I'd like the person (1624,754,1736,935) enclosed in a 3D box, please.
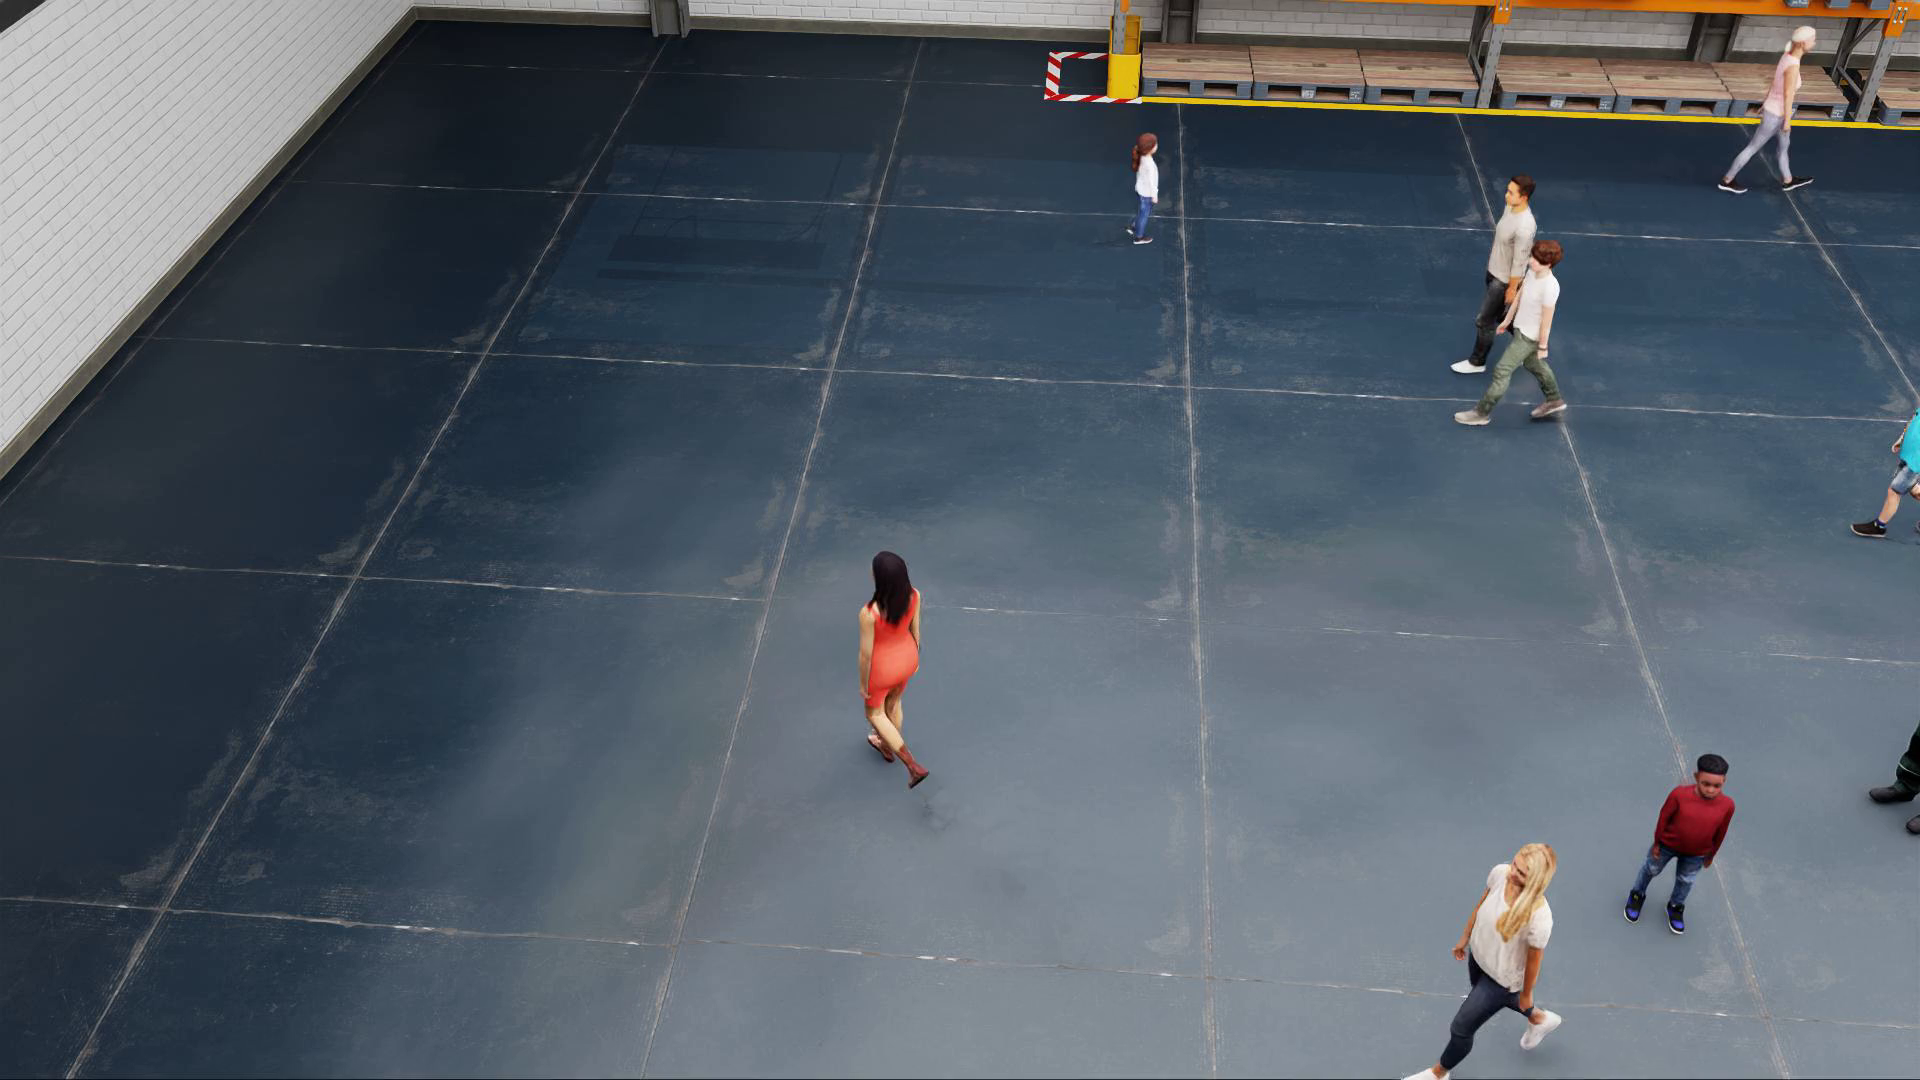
[{"bbox_3d":[3.997,1.649,9.180,0.484,1.254,0.604,12,40,15],"label":"person"}]

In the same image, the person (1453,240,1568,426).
[{"bbox_3d":[4.505,-1.596,12.953,1.155,1.617,0.639,-2,39,-2],"label":"person"}]

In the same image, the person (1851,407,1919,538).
[{"bbox_3d":[6.921,-0.615,11.871,0.862,1.434,0.563,6,39,7],"label":"person"}]

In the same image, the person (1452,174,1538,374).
[{"bbox_3d":[4.517,-2.144,13.503,0.969,1.788,0.734,-1,39,-1],"label":"person"}]

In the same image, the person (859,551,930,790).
[{"bbox_3d":[-0.368,0.802,9.880,0.935,1.704,0.982,-26,45,-28],"label":"person"}]

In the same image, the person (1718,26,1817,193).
[{"bbox_3d":[7.774,-4.117,16.050,1.121,1.691,0.732,11,40,14],"label":"person"}]

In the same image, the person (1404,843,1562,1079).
[{"bbox_3d":[2.722,2.091,8.207,1.194,1.779,0.825,-8,39,-10],"label":"person"}]

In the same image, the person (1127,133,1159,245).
[{"bbox_3d":[1.676,-3.260,15.449,0.537,1.103,0.495,-6,39,-8],"label":"person"}]
